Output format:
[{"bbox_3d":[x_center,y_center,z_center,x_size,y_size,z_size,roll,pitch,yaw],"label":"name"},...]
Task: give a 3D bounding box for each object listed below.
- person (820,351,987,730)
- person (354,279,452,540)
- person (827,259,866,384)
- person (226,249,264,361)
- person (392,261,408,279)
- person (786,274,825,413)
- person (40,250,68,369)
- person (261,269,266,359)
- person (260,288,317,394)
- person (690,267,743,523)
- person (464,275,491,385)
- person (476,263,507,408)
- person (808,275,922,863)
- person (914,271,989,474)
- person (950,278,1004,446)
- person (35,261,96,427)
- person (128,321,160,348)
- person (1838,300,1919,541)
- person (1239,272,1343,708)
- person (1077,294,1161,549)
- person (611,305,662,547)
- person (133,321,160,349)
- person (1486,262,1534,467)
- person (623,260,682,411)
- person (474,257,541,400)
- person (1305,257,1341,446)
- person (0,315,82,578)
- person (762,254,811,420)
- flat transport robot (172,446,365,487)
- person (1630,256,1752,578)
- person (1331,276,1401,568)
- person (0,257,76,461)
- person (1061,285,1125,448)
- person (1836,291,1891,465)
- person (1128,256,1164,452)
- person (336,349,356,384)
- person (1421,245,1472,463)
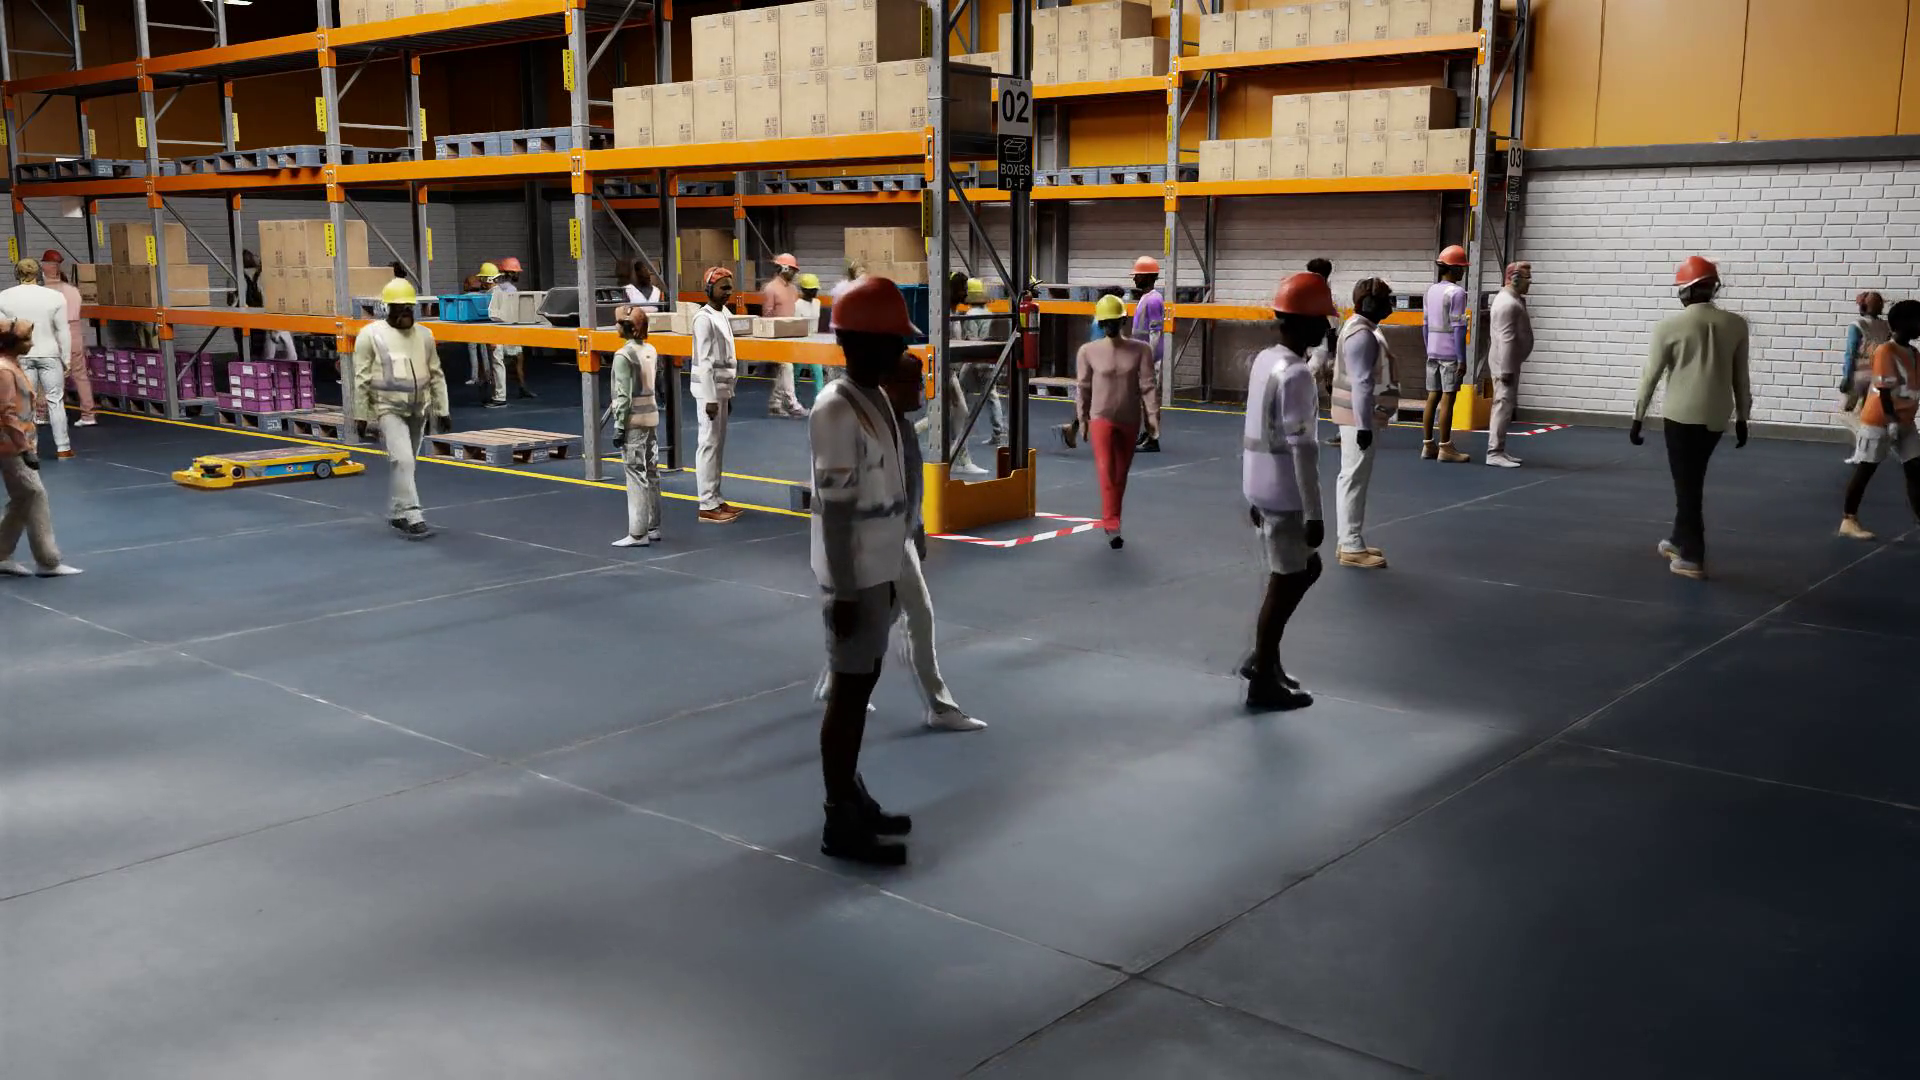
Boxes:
[{"bbox_3d":[-0.270,-0.002,7.055,0.765,1.603,0.516,2,10,11],"label":"person"},{"bbox_3d":[-3.802,-0.899,11.558,0.807,1.800,0.627,8,13,38],"label":"person"},{"bbox_3d":[-1.293,-2.499,20.458,1.068,1.874,0.644,9,14,43],"label":"person"},{"bbox_3d":[-11.390,-3.673,26.693,0.695,2.000,0.730,-9,13,-40],"label":"person"},{"bbox_3d":[-9.618,-3.848,28.344,0.849,1.817,0.618,0,10,-2],"label":"person"},{"bbox_3d":[-1.823,-2.352,20.100,0.846,1.706,0.524,9,13,40],"label":"person"},{"bbox_3d":[-13.908,-3.467,25.653,0.380,1.995,0.611,-3,10,-18],"label":"person"},{"bbox_3d":[-11.280,-3.633,26.976,0.583,1.860,0.475,6,11,30],"label":"person"},{"bbox_3d":[-9.149,-2.803,22.400,0.984,1.812,0.512,7,12,33],"label":"person"},{"bbox_3d":[-1.810,-1.074,12.347,0.361,1.884,0.574,1,10,5],"label":"person"},{"bbox_3d":[-7.198,-3.116,24.712,0.281,1.624,0.494,7,12,33],"label":"person"},{"bbox_3d":[-5.940,-2.589,21.116,0.403,1.833,0.591,-3,11,-19],"label":"person"},{"bbox_3d":[-0.304,0.093,5.548,0.372,1.935,0.551,2,10,10],"label":"person"},{"bbox_3d":[-0.200,-1.485,14.879,0.847,1.829,0.579,3,10,15],"label":"person"},{"bbox_3d":[0.102,-1.826,17.119,0.860,1.705,0.488,6,12,31],"label":"person"},{"bbox_3d":[-10.264,-2.204,18.805,0.898,1.863,0.667,3,10,16],"label":"person"},{"bbox_3d":[-13.682,-3.827,27.981,0.671,1.901,0.516,-9,13,-41],"label":"person"},{"bbox_3d":[6.439,-0.785,11.313,0.543,1.668,0.788,-6,12,-32],"label":"person"},{"bbox_3d":[1.451,-0.201,7.271,0.442,1.916,0.566,-1,10,-5],"label":"person"},{"bbox_3d":[1.069,-0.799,11.271,0.539,1.705,0.954,-1,10,-5],"label":"person"},{"bbox_3d":[-2.202,-0.770,11.307,0.310,1.640,0.517,2,10,12],"label":"person"},{"bbox_3d":[-12.472,-3.261,25.505,0.499,1.633,0.286,3,10,18],"label":"person"},{"bbox_3d":[5.106,-1.624,15.445,0.399,1.899,0.653,3,10,18],"label":"person"},{"bbox_3d":[-3.865,-2.510,20.540,0.967,1.868,0.619,9,14,42],"label":"person"},{"bbox_3d":[-6.052,-2.794,22.088,0.864,1.912,0.554,-6,12,-31],"label":"person"},{"bbox_3d":[3.595,-1.906,16.961,1.007,1.912,0.631,2,10,10],"label":"person"},{"bbox_3d":[-5.700,-0.553,10.098,0.502,1.623,0.585,-6,11,-30],"label":"person"},{"bbox_3d":[-2.008,-2.404,19.720,0.812,1.945,0.638,5,11,26],"label":"person"},{"bbox_3d":[-6.030,-0.653,14.537,0.652,0.197,1.431,8,13,40],"label":"flat transport robot"},{"bbox_3d":[4.523,-0.783,10.441,0.659,1.959,0.865,-1,10,-6],"label":"person"},{"bbox_3d":[2.592,-0.756,10.655,0.430,1.845,0.624,2,10,12],"label":"person"},{"bbox_3d":[-8.752,-1.700,15.752,0.629,1.939,0.372,-4,11,-21],"label":"person"},{"bbox_3d":[1.322,-1.636,16.156,0.574,1.673,0.564,5,11,24],"label":"person"},{"bbox_3d":[8.413,-1.479,15.382,0.532,1.623,0.437,-4,11,-24],"label":"person"},{"bbox_3d":[1.840,-1.838,16.541,0.359,1.938,0.545,-1,10,-5],"label":"person"},{"bbox_3d":[-9.236,-3.276,24.806,0.421,1.916,0.582,-5,11,-25],"label":"person"},{"bbox_3d":[4.622,-1.756,15.770,0.373,2.044,0.606,-3,10,-17],"label":"person"}]
